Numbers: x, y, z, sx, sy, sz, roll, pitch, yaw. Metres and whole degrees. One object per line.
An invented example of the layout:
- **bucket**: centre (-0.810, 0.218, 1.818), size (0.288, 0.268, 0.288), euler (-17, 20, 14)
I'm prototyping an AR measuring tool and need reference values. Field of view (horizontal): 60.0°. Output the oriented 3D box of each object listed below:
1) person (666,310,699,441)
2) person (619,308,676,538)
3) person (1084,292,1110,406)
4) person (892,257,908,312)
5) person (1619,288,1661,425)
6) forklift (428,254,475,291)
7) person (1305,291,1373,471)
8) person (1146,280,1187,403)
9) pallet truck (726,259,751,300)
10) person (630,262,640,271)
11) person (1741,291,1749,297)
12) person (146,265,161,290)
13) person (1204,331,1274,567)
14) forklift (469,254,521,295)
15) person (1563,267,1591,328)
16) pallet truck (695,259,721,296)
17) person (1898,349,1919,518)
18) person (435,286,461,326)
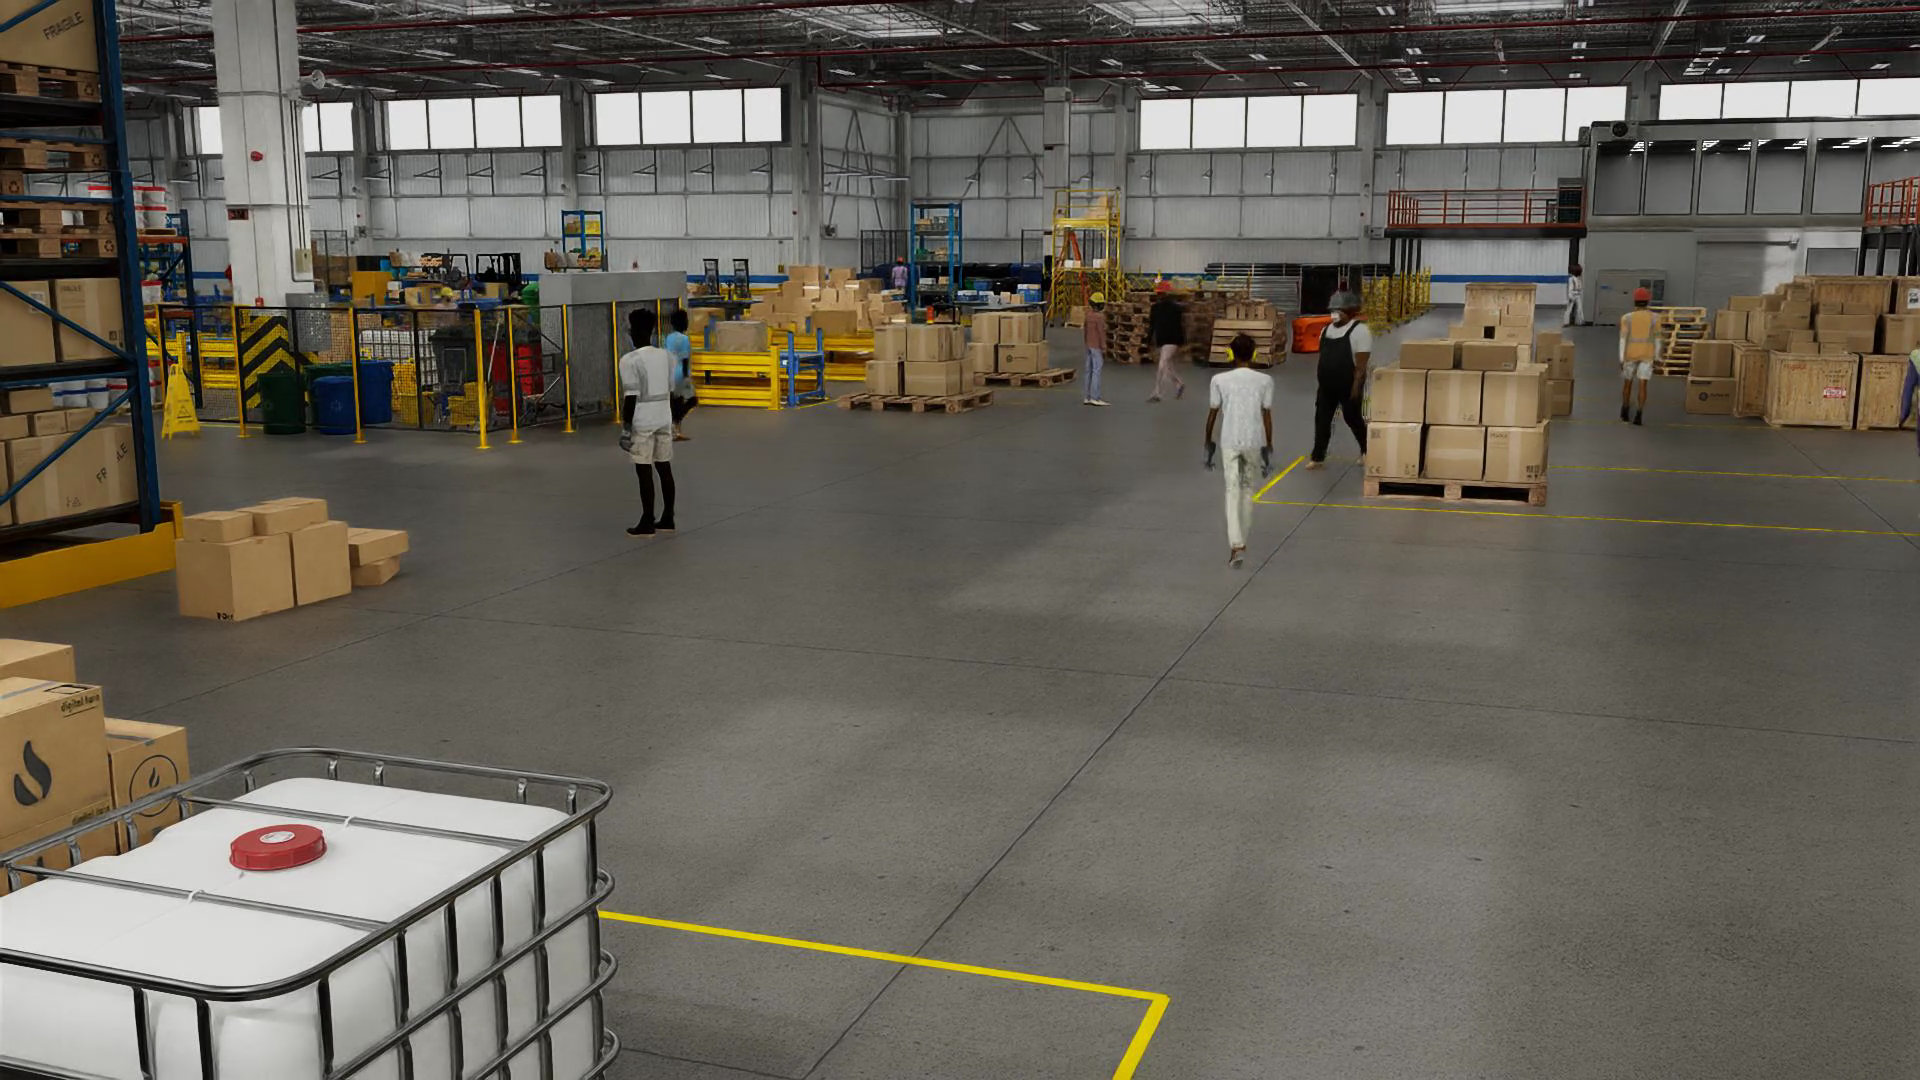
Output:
- **person**: centre (-3.552, -2.084, 21.164), size (0.366, 1.684, 0.554), euler (-6, 12, -32)
- **person**: centre (-2.680, -0.997, 14.262), size (0.374, 1.966, 0.608), euler (7, 12, 34)
- **person**: centre (2.127, -2.980, 25.996), size (0.312, 1.768, 0.522), euler (-5, 11, -27)
- **person**: centre (-2.242, -9.578, 62.367), size (0.609, 2.044, 0.393), euler (3, 11, 18)
- **person**: centre (9.538, -2.576, 23.383), size (0.544, 1.892, 1.010), euler (4, 11, 20)
- **forklift**: centre (-20.133, -10.254, 65.465), size (1.157, 1.987, 2.680), euler (3, 11, 19)
- **person**: centre (4.296, -1.803, 18.590), size (0.918, 2.000, 0.685), euler (-10, 14, -44)
- **person**: centre (3.333, -3.167, 26.523), size (0.935, 1.957, 0.627), euler (-9, 13, -40)
- **pallet truck**: centre (-7.986, -9.493, 62.019), size (0.823, 1.965, 1.885), euler (3, 11, 17)
- **person**: centre (-12.203, -9.558, 62.841), size (0.671, 1.842, 1.000), euler (10, 14, 44)
- **person**: centre (26.051, -8.199, 55.107), size (0.514, 1.852, 0.634), euler (-4, 11, -24)
- **person**: centre (-27.866, -8.618, 57.618), size (0.595, 1.816, 0.486), euler (5, 11, 25)
- **person**: centre (2.204, -0.720, 13.108), size (0.529, 1.834, 0.934), euler (1, 10, 3)
- **forklift**: centre (-17.990, -10.121, 64.684), size (1.157, 1.987, 2.680), euler (3, 11, 17)
- **person**: centre (18.552, -7.275, 49.975), size (0.614, 1.830, 0.975), euler (-6, 11, -28)
- **pallet truck**: centre (-9.165, -9.627, 62.776), size (0.823, 1.965, 1.885), euler (4, 11, 23)
- **person**: centre (9.019, -1.141, 15.367), size (0.597, 1.867, 0.997), euler (3, 11, 18)
- **person**: centre (-9.712, -3.934, 31.460), size (0.871, 1.729, 0.525), euler (5, 11, 26)
